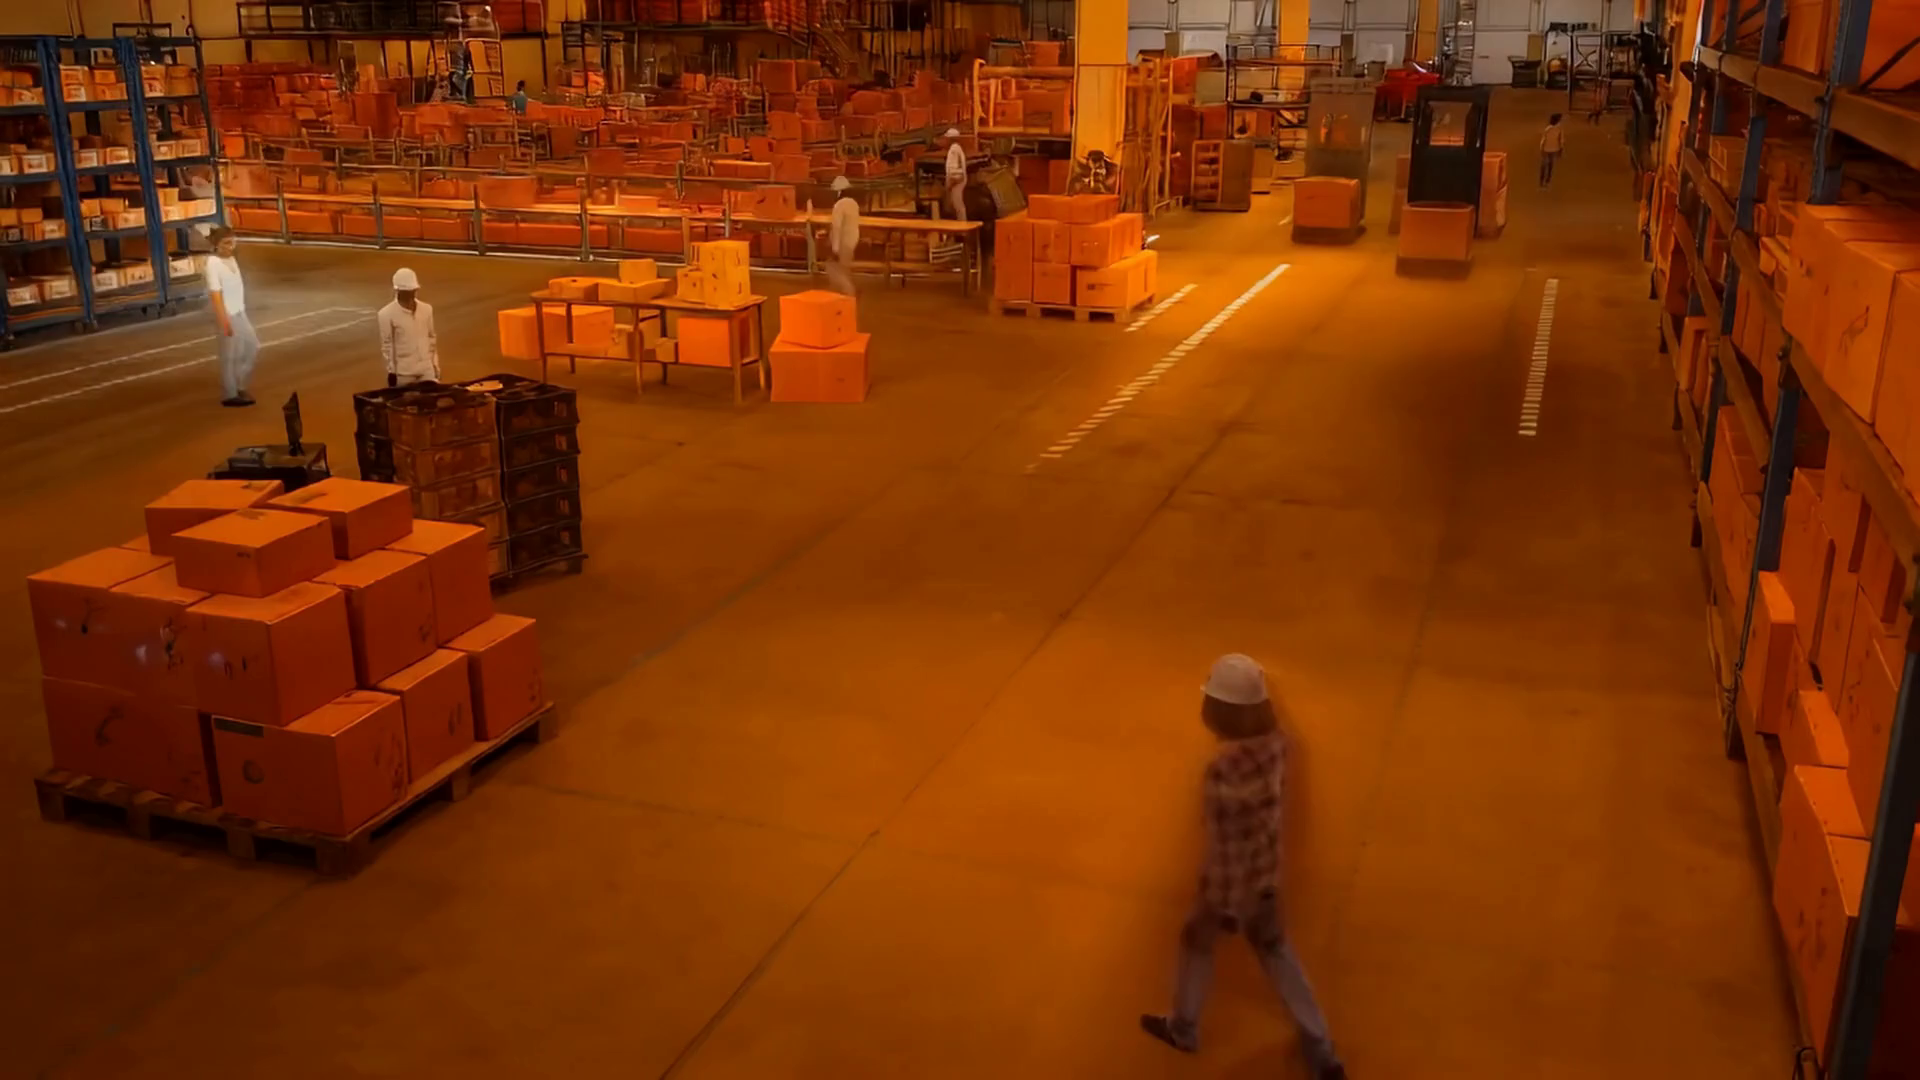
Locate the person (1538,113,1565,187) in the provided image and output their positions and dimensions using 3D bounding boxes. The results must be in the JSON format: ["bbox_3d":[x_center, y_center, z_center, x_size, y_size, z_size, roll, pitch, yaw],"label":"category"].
[{"bbox_3d":[13.699,-9.031,38.512,0.546,1.649,0.860,8,19,24],"label":"person"}]

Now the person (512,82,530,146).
[{"bbox_3d":[-13.183,-12.807,50.035,0.509,1.872,0.328,-2,18,-8],"label":"person"}]

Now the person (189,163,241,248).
[{"bbox_3d":[-10.501,-4.425,23.672,0.792,1.880,0.671,6,19,17],"label":"person"}]

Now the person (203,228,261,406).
[{"bbox_3d":[-7.445,-2.259,16.957,0.453,1.830,0.559,1,18,5],"label":"person"}]

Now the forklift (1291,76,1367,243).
[{"bbox_3d":[6.598,-6.755,29.381,1.129,2.768,1.873,6,19,19],"label":"forklift"}]

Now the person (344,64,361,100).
[{"bbox_3d":[-25.093,-18.744,68.748,0.583,1.827,0.989,-3,18,-11],"label":"person"}]

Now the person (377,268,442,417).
[{"bbox_3d":[-4.886,-1.559,14.884,0.340,1.749,0.572,13,22,35],"label":"person"}]

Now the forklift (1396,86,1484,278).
[{"bbox_3d":[7.441,-5.548,25.586,1.129,2.768,1.873,6,19,19],"label":"forklift"}]

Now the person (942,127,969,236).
[{"bbox_3d":[-0.206,-6.465,30.021,0.848,1.910,0.628,4,18,11],"label":"person"}]

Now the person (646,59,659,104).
[{"bbox_3d":[-13.374,-19.936,72.369,0.800,1.907,0.578,2,18,5],"label":"person"}]

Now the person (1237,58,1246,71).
[{"bbox_3d":[14.786,-24.645,87.281,0.626,1.844,0.429,-10,20,-29],"label":"person"}]

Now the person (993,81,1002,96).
[{"bbox_3d":[1.527,-18.177,66.843,0.634,1.916,0.802,-16,24,-41],"label":"person"}]

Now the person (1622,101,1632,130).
[{"bbox_3d":[21.408,-13.630,52.603,0.987,1.885,0.563,7,19,20],"label":"person"}]

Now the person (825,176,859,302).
[{"bbox_3d":[-1.571,-3.975,22.369,0.432,1.813,0.614,7,19,21],"label":"person"}]

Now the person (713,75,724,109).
[{"bbox_3d":[-8.725,-15.849,59.819,0.911,1.716,0.548,12,21,33],"label":"person"}]

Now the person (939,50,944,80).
[{"bbox_3d":[-1.077,-28.039,98.183,0.366,1.683,0.550,1,18,4],"label":"person"}]

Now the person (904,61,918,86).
[{"bbox_3d":[-1.954,-17.821,65.512,0.539,2.000,0.688,6,19,18],"label":"person"}]

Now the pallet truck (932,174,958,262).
[{"bbox_3d":[-0.507,-5.292,27.348,0.653,1.274,1.630,6,19,19],"label":"pallet truck"}]

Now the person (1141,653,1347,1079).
[{"bbox_3d":[1.086,1.241,6.163,0.484,1.708,0.851,-15,23,-38],"label":"person"}]

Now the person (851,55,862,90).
[{"bbox_3d":[-4.724,-20.872,75.178,1.014,2.006,0.608,-7,19,-22],"label":"person"}]

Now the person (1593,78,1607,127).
[{"bbox_3d":[22.477,-15.300,58.161,0.565,1.677,0.552,15,23,40],"label":"person"}]

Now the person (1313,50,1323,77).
[{"bbox_3d":[18.479,-24.322,86.014,0.618,1.993,0.396,-16,24,-41],"label":"person"}]

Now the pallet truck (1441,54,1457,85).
[{"bbox_3d":[22.765,-21.886,78.355,0.823,1.965,1.885,-4,18,-14],"label":"pallet truck"}]

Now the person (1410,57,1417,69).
[{"bbox_3d":[21.495,-22.129,79.393,0.900,1.822,0.574,-5,18,-15],"label":"person"}]

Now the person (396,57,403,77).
[{"bbox_3d":[-25.610,-21.138,76.135,0.381,1.917,0.584,-7,19,-20],"label":"person"}]

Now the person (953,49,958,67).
[{"bbox_3d":[-0.267,-25.591,90.125,0.547,1.917,0.582,-2,18,-8],"label":"person"}]
